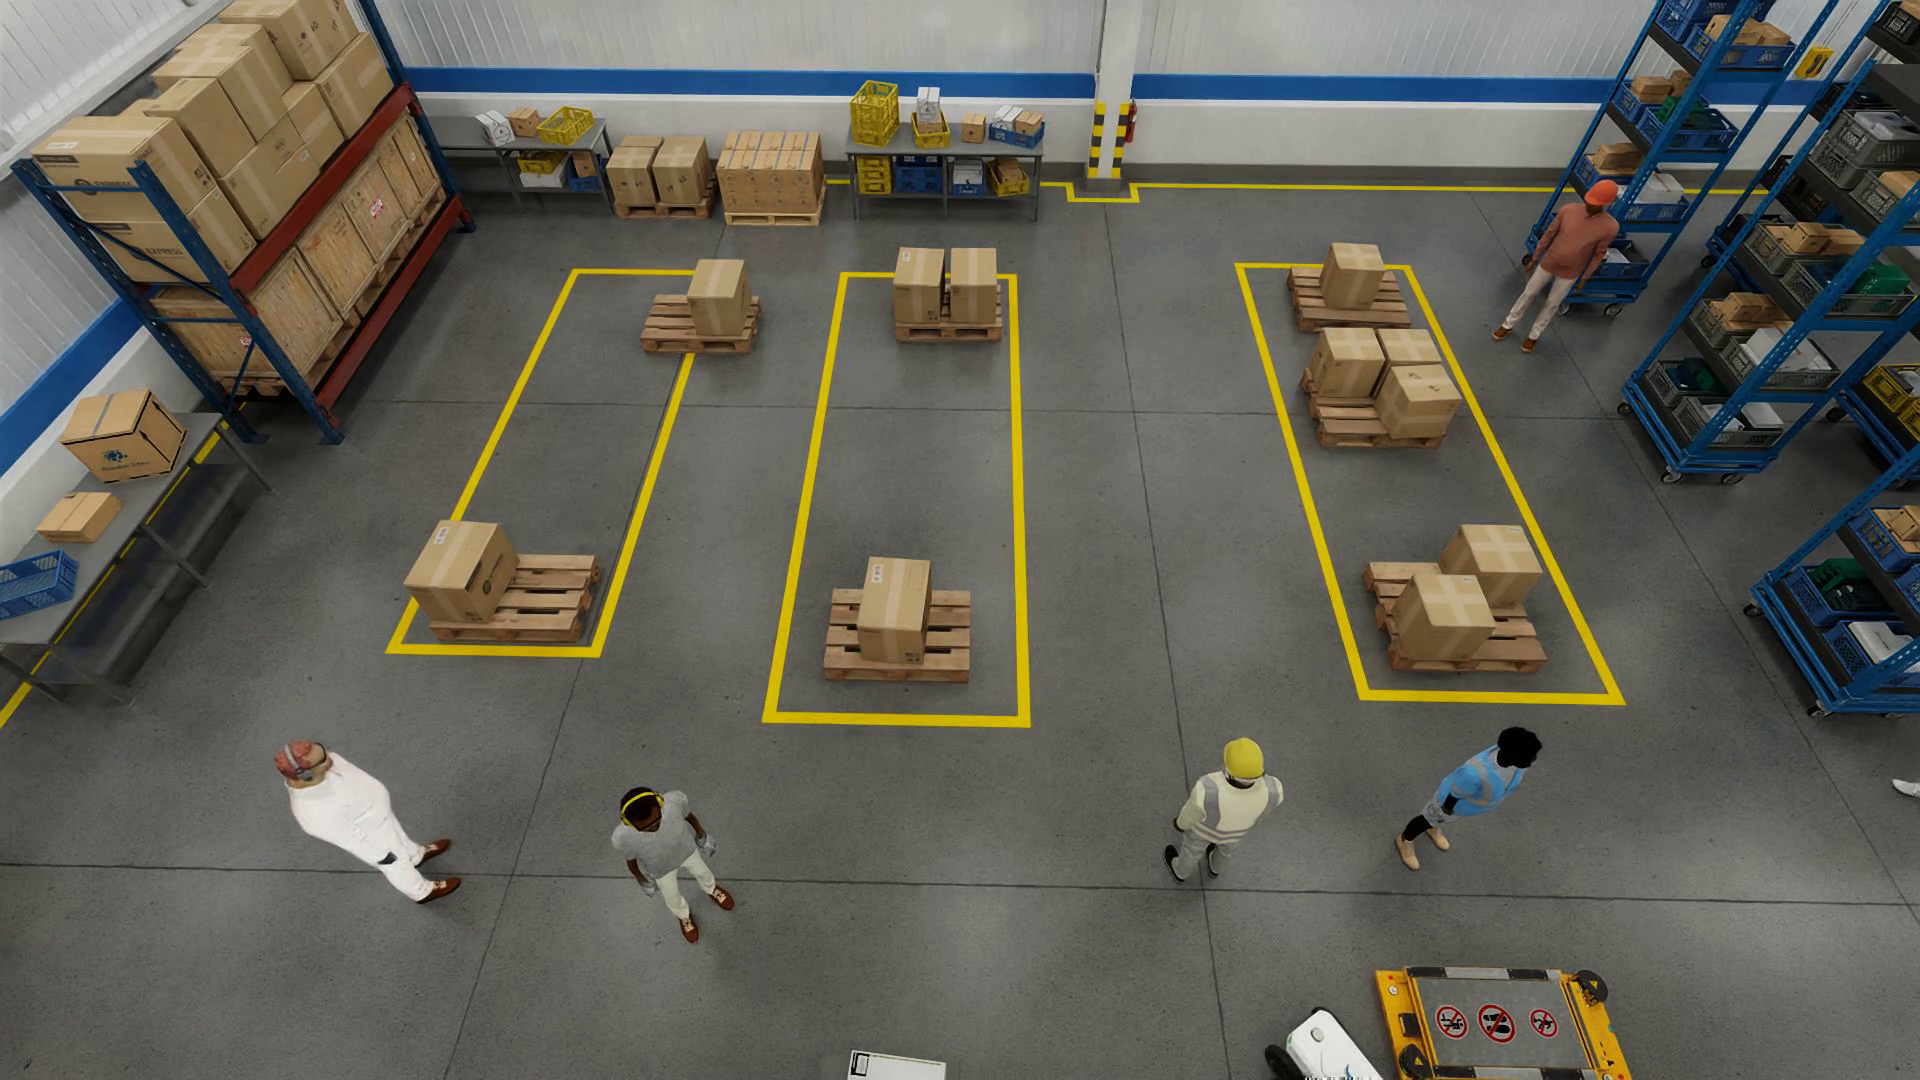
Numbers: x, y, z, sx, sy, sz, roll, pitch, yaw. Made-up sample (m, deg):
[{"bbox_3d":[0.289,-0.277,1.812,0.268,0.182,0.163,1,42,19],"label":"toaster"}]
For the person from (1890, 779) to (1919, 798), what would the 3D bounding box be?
[{"bbox_3d":[7.567,1.494,6.402,0.880,1.581,0.524,16,53,13],"label":"person"}]

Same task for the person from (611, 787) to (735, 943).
[{"bbox_3d":[-1.801,2.022,5.794,0.520,1.874,0.327,-36,59,-26],"label":"person"}]

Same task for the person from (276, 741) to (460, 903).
[{"bbox_3d":[-3.831,1.815,5.948,0.397,1.900,0.647,-26,56,-20],"label":"person"}]

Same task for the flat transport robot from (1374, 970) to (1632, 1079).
[{"bbox_3d":[3.501,3.133,5.914,1.431,0.197,0.652,1,51,1],"label":"flat transport robot"}]

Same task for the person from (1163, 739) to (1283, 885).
[{"bbox_3d":[1.693,1.805,6.001,0.586,1.826,0.403,-5,51,-4],"label":"person"}]

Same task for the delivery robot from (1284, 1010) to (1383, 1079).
[{"bbox_3d":[2.332,3.271,5.561,0.477,0.478,0.707,-26,55,-19],"label":"delivery robot"}]

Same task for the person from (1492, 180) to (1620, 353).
[{"bbox_3d":[6.365,-2.891,9.722,0.617,1.990,0.393,36,59,26],"label":"person"}]

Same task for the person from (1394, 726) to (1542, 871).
[{"bbox_3d":[3.406,1.719,6.151,0.535,1.700,0.318,-21,54,-16],"label":"person"}]
